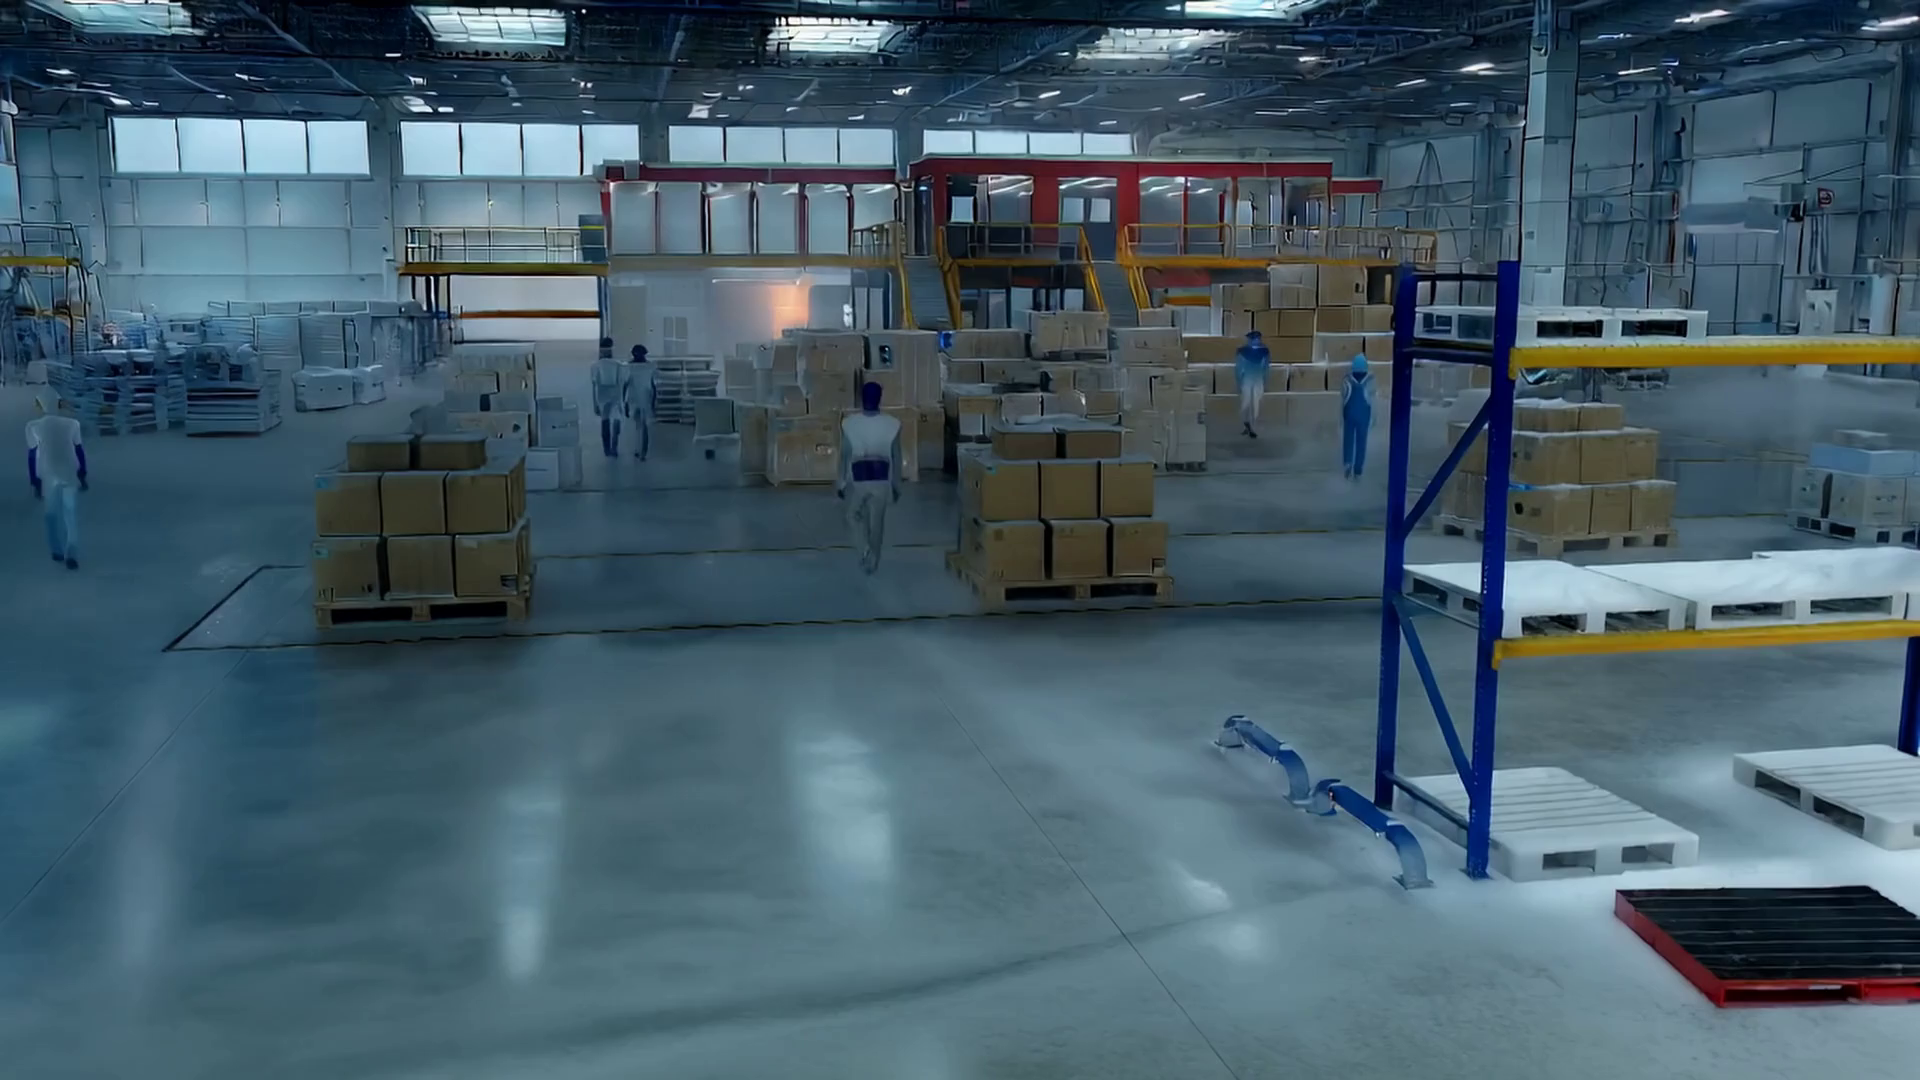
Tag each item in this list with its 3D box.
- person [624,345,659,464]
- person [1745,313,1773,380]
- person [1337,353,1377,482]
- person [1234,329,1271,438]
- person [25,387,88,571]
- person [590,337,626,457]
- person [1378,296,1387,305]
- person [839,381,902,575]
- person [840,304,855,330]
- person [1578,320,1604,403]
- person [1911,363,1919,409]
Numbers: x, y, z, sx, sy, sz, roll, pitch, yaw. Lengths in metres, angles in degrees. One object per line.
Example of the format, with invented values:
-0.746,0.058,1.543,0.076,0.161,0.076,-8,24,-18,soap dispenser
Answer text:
-4.894,-2.084,25.578,0.541,1.816,0.996,-2,10,-14,person
21.213,-5.115,44.033,0.631,1.817,0.707,-9,13,-43,person
5.510,-1.686,23.101,0.527,1.826,0.585,3,10,17,person
5.162,-2.739,29.236,0.661,1.917,0.513,-2,10,-14,person
-8.990,-0.609,16.590,0.518,1.823,0.993,-5,11,-27,person
-5.539,-2.239,26.220,0.553,1.919,0.808,-2,10,-11,person
14.578,-7.451,57.733,0.389,1.992,0.625,2,10,11,person
-0.862,-0.580,16.129,0.623,1.902,0.527,-2,10,-13,person
-3.436,-6.290,50.995,0.585,1.882,0.337,9,13,42,person
12.862,-3.507,33.835,0.602,1.949,0.388,-4,10,-22,person
20.257,-3.646,34.863,0.585,1.891,0.955,1,9,7,person
